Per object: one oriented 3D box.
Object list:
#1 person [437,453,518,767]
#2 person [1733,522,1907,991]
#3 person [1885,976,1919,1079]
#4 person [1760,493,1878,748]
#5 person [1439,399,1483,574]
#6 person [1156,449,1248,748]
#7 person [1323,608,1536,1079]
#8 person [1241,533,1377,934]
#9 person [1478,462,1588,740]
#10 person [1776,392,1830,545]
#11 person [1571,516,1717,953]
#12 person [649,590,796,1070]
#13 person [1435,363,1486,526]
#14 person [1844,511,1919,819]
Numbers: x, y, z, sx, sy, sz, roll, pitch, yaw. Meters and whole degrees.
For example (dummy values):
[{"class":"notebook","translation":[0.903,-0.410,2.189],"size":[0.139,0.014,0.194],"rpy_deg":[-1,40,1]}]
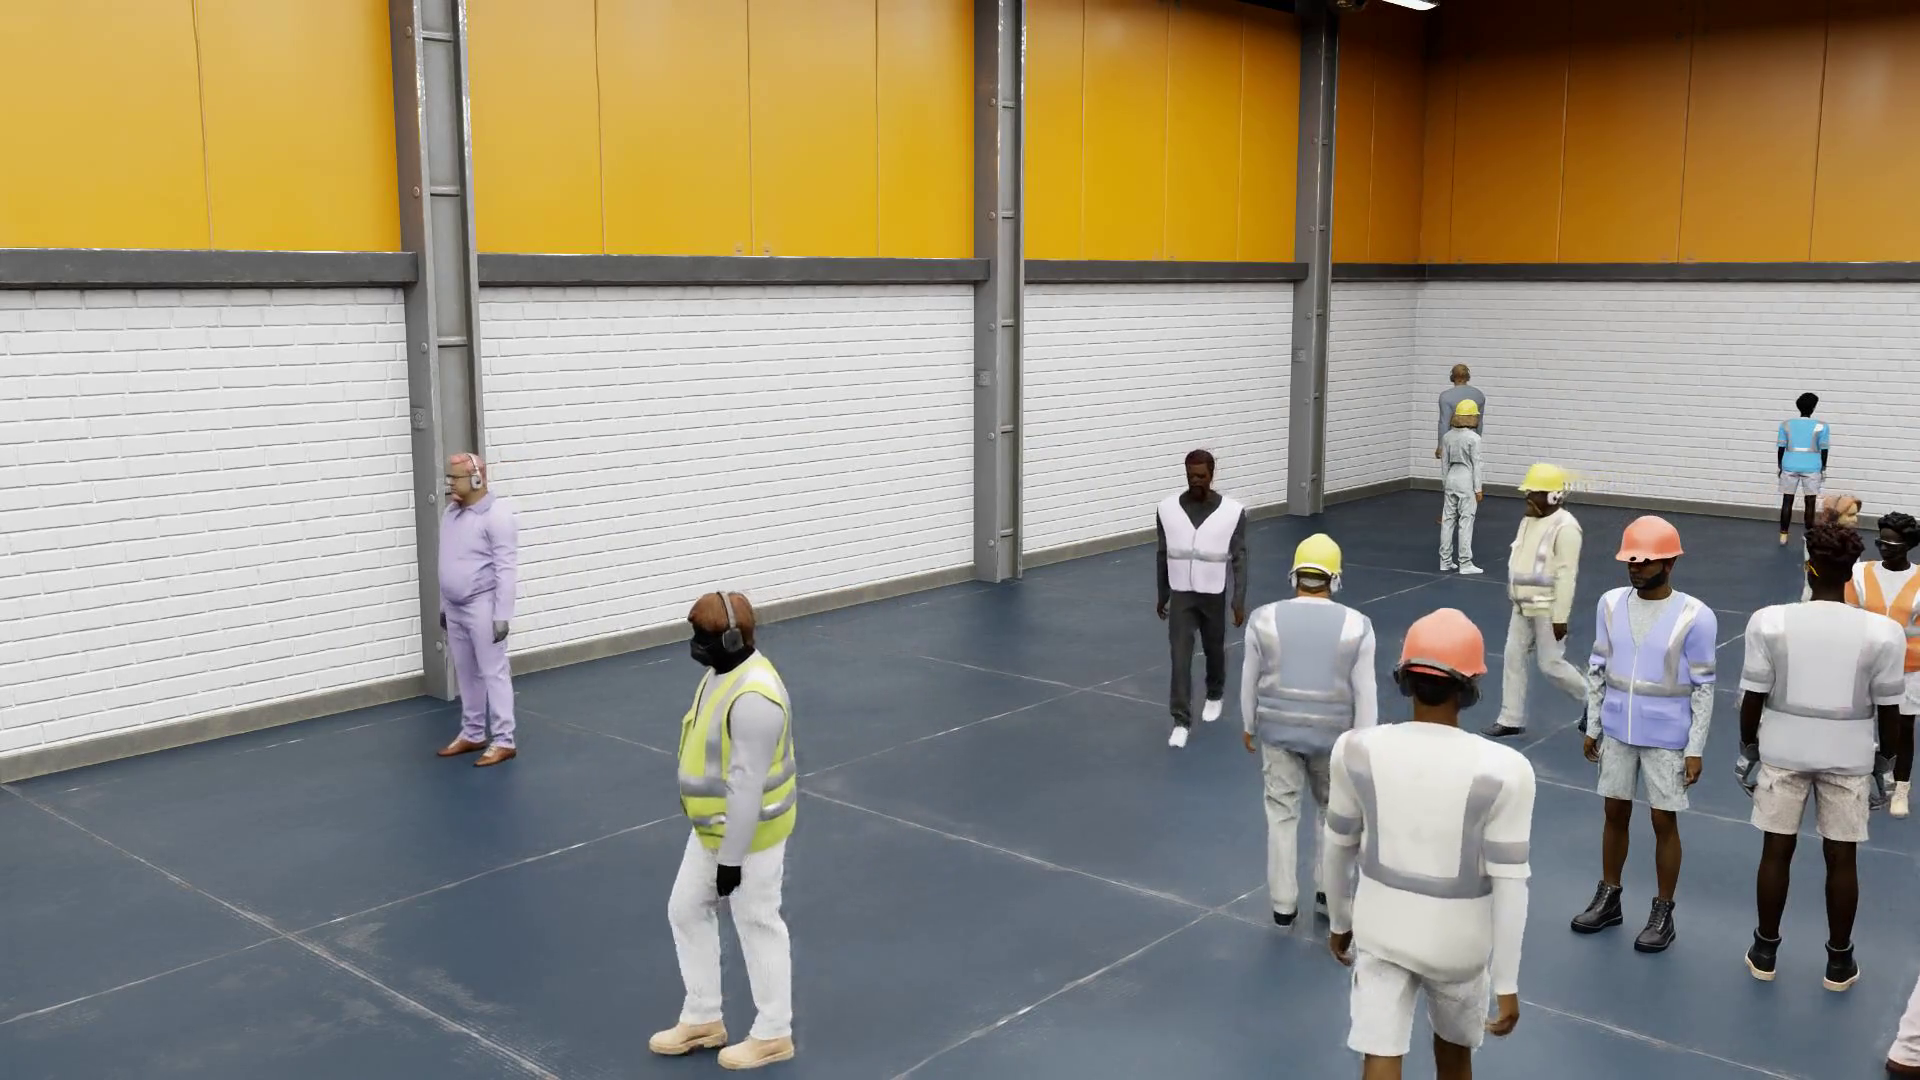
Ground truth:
[{"class":"person","translation":[-2.975,0.417,10.160],"size":[0.651,1.907,0.405],"rpy_deg":[7,12,38]},{"class":"person","translation":[3.577,0.898,6.950],"size":[0.614,1.965,0.361],"rpy_deg":[5,10,26]},{"class":"person","translation":[3.880,1.123,5.911],"size":[0.990,1.852,0.647],"rpy_deg":[1,9,7]},{"class":"person","translation":[5.532,0.478,10.735],"size":[0.497,1.606,0.822],"rpy_deg":[-5,10,-27]},{"class":"person","translation":[5.039,-0.536,16.656],"size":[0.297,1.744,0.487],"rpy_deg":[-6,11,-32]},{"class":"person","translation":[1.572,0.329,10.817],"size":[0.605,1.880,0.976],"rpy_deg":[3,9,17]},{"class":"person","translation":[1.408,1.188,5.068],"size":[0.629,1.986,1.040],"rpy_deg":[5,10,28]},{"class":"person","translation":[1.583,0.871,7.596],"size":[0.613,1.808,0.538],"rpy_deg":[2,9,14]},{"class":"person","translation":[3.762,0.402,10.578],"size":[0.775,1.808,0.599],"rpy_deg":[-2,9,-10]},{"class":"person","translation":[9.252,-0.773,18.285],"size":[0.537,1.695,0.321],"rpy_deg":[7,11,38]},{"class":"person","translation":[3.011,0.850,7.346],"size":[0.375,1.935,0.551],"rpy_deg":[-8,12,-40]},{"class":"person","translation":[-0.933,1.091,6.182],"size":[0.652,1.820,0.655],"rpy_deg":[-3,10,-21]},{"class":"person","translation":[5.943,-1.136,19.822],"size":[0.630,1.935,0.369],"rpy_deg":[-3,10,-21]},{"class":"person","translation":[5.103,0.680,9.156],"size":[0.538,1.698,0.319],"rpy_deg":[7,11,37]}]
